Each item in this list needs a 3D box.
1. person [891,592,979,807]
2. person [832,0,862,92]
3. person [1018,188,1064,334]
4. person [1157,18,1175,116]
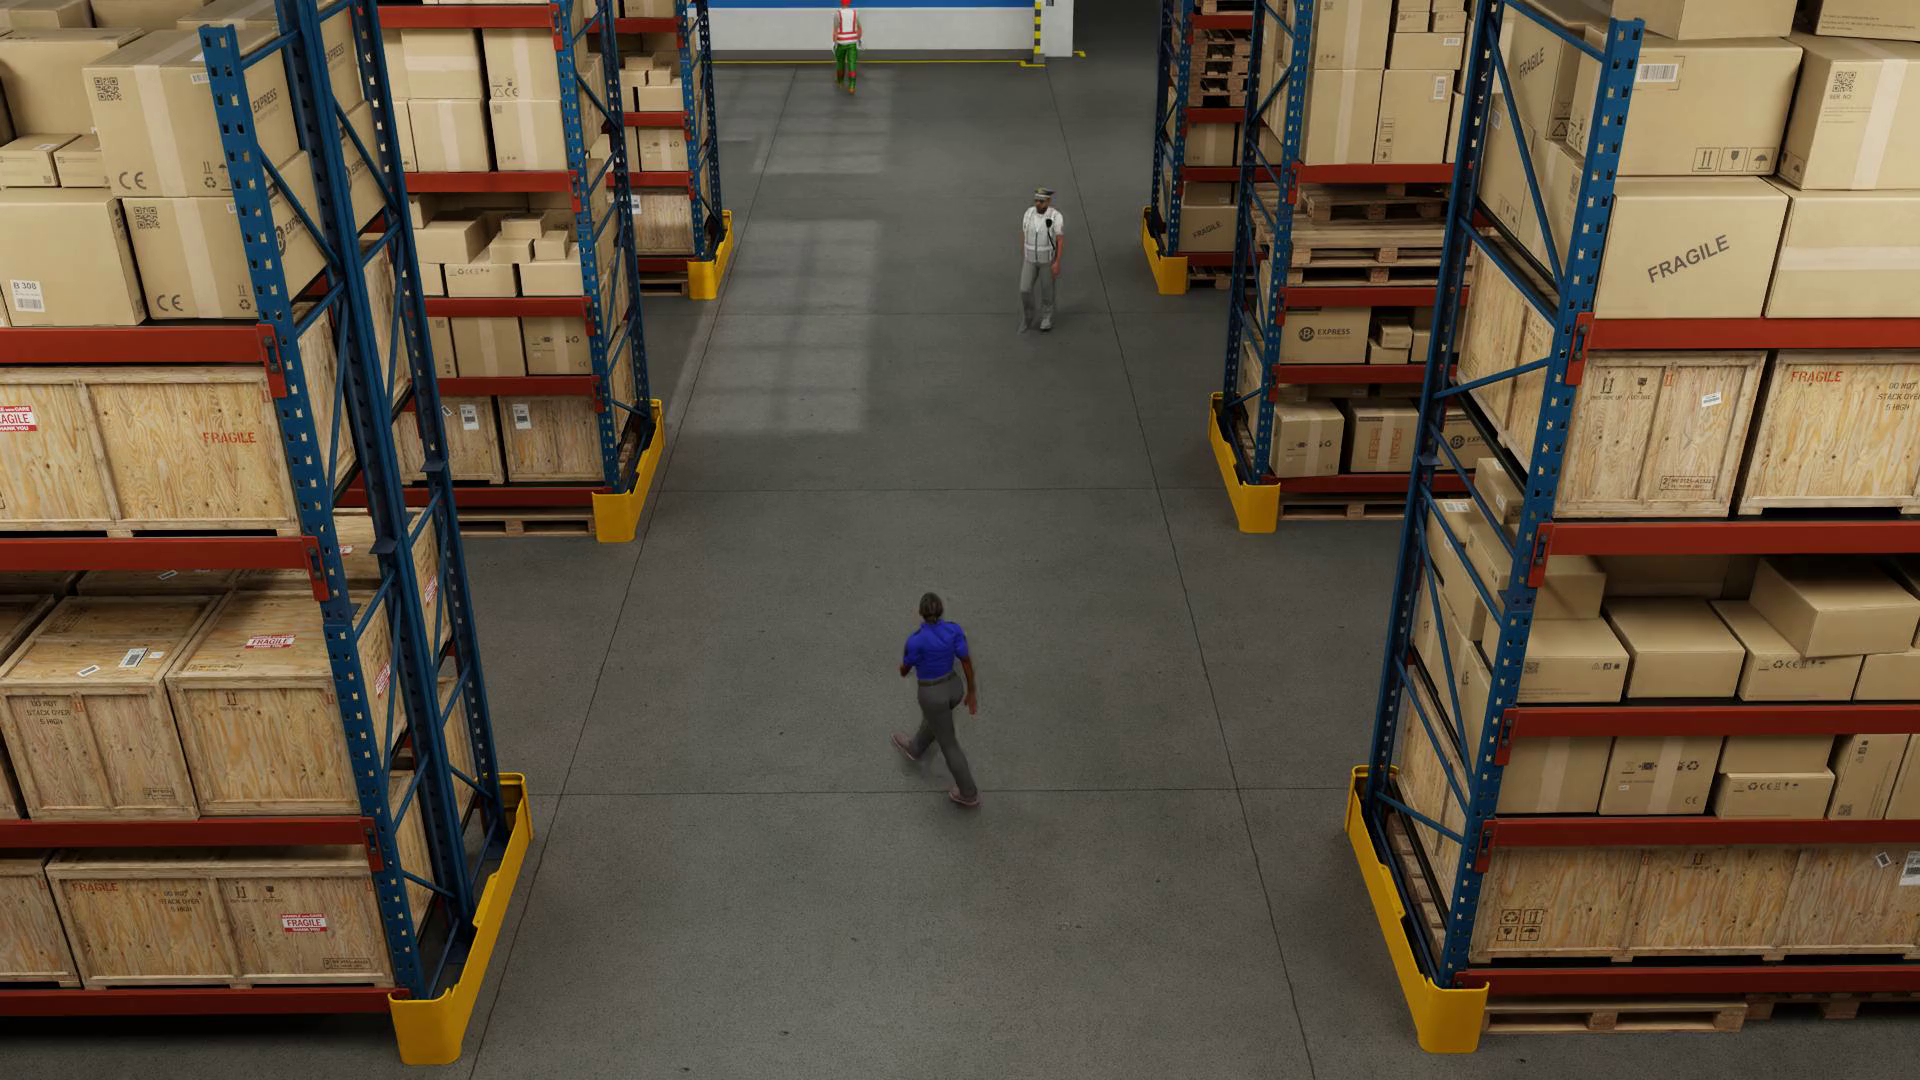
[{"bbox_3d":[-0.196,1.078,12.028,0.428,1.600,1.002,-23,36,-36],"label":"person"},{"bbox_3d":[-2.146,-9.412,31.365,0.630,1.756,0.919,-6,29,-12],"label":"person"},{"bbox_3d":[0.983,-3.400,20.222,0.545,1.805,0.471,9,30,17],"label":"person"},{"bbox_3d":[3.721,-8.471,29.645,0.411,1.779,0.570,5,29,9],"label":"person"}]
